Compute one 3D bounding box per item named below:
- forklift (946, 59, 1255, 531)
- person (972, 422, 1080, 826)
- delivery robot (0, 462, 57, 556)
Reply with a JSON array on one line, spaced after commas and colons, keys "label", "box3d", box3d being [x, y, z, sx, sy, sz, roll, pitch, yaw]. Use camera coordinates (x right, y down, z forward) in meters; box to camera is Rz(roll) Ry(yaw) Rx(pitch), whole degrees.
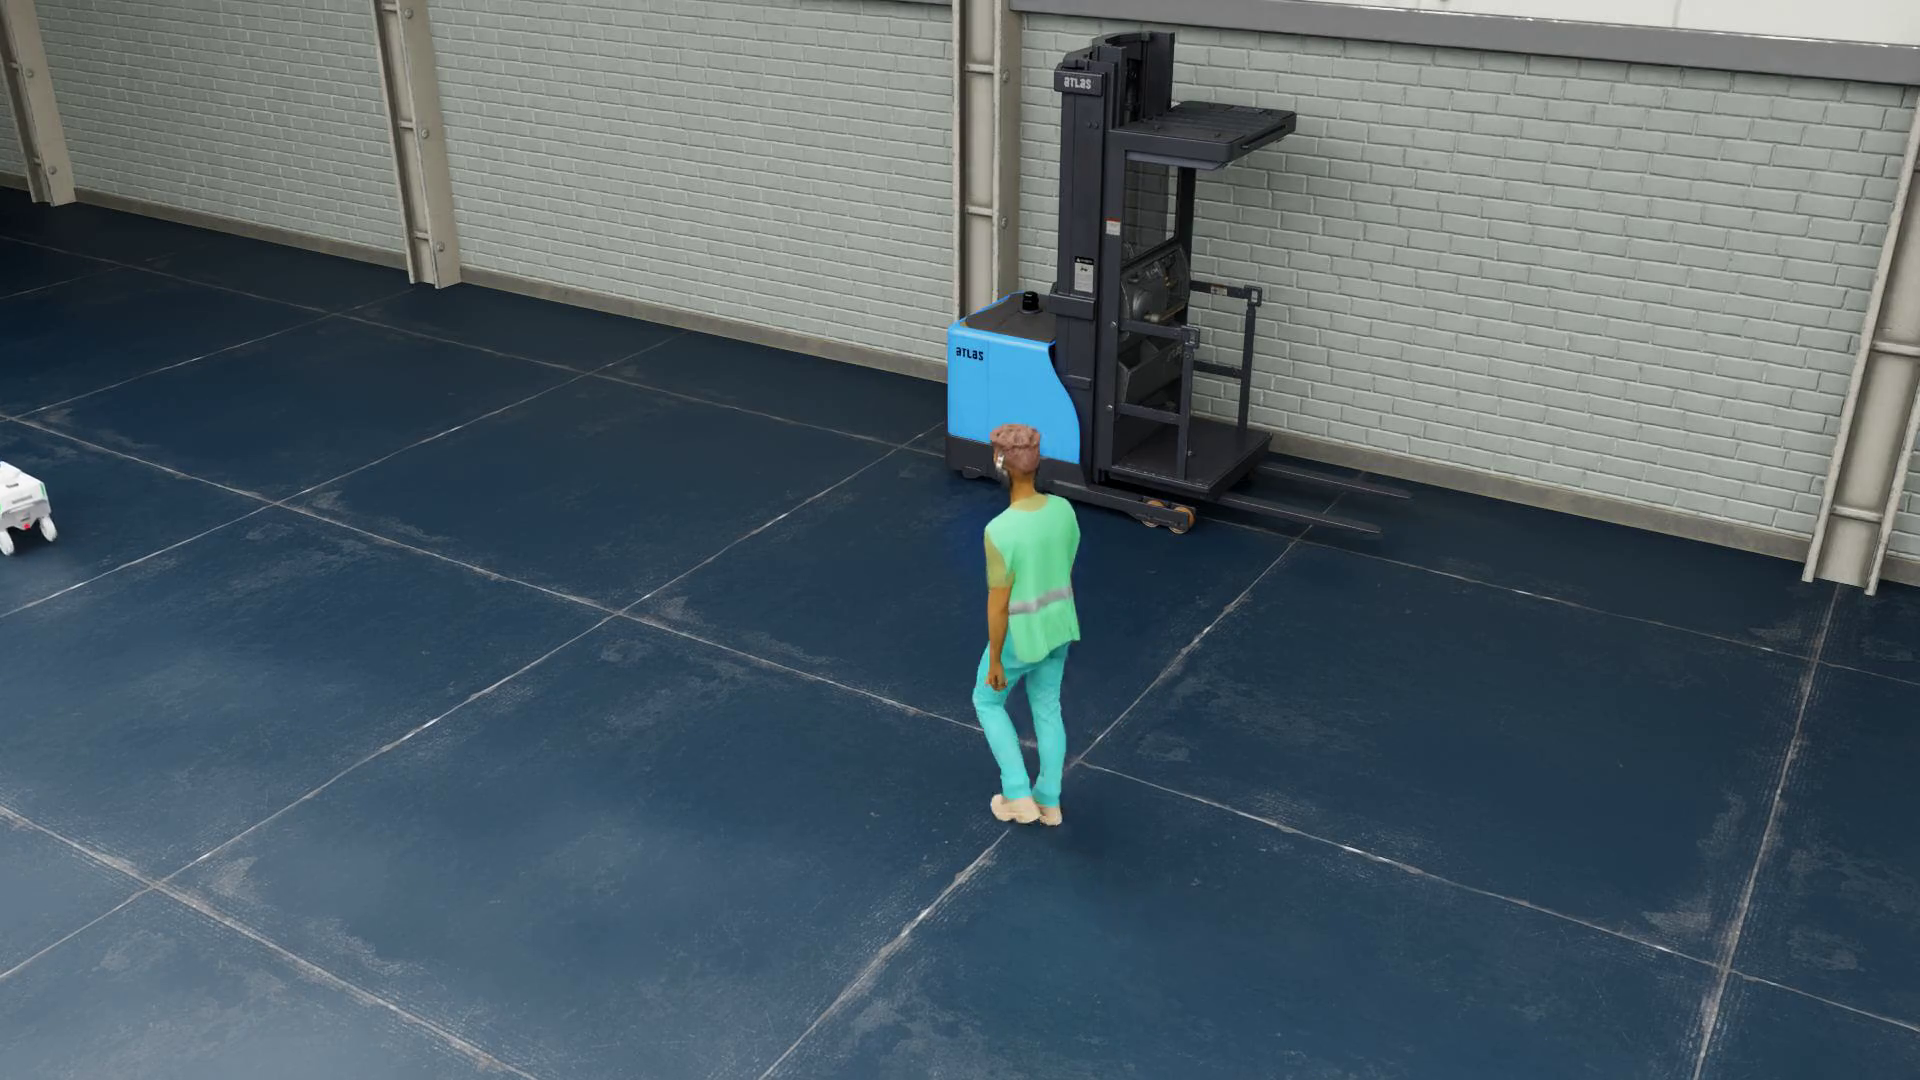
[{"label": "forklift", "box3d": [0.933, -1.707, 10.833, 1.873, 2.768, 1.129, 15, 29, 28]}, {"label": "person", "box3d": [0.303, 0.418, 7.401, 0.520, 1.959, 0.475, -18, 31, -33]}, {"label": "delivery robot", "box3d": [-6.076, -0.259, 10.494, 0.811, 0.614, 0.499, 18, 31, 33]}]
